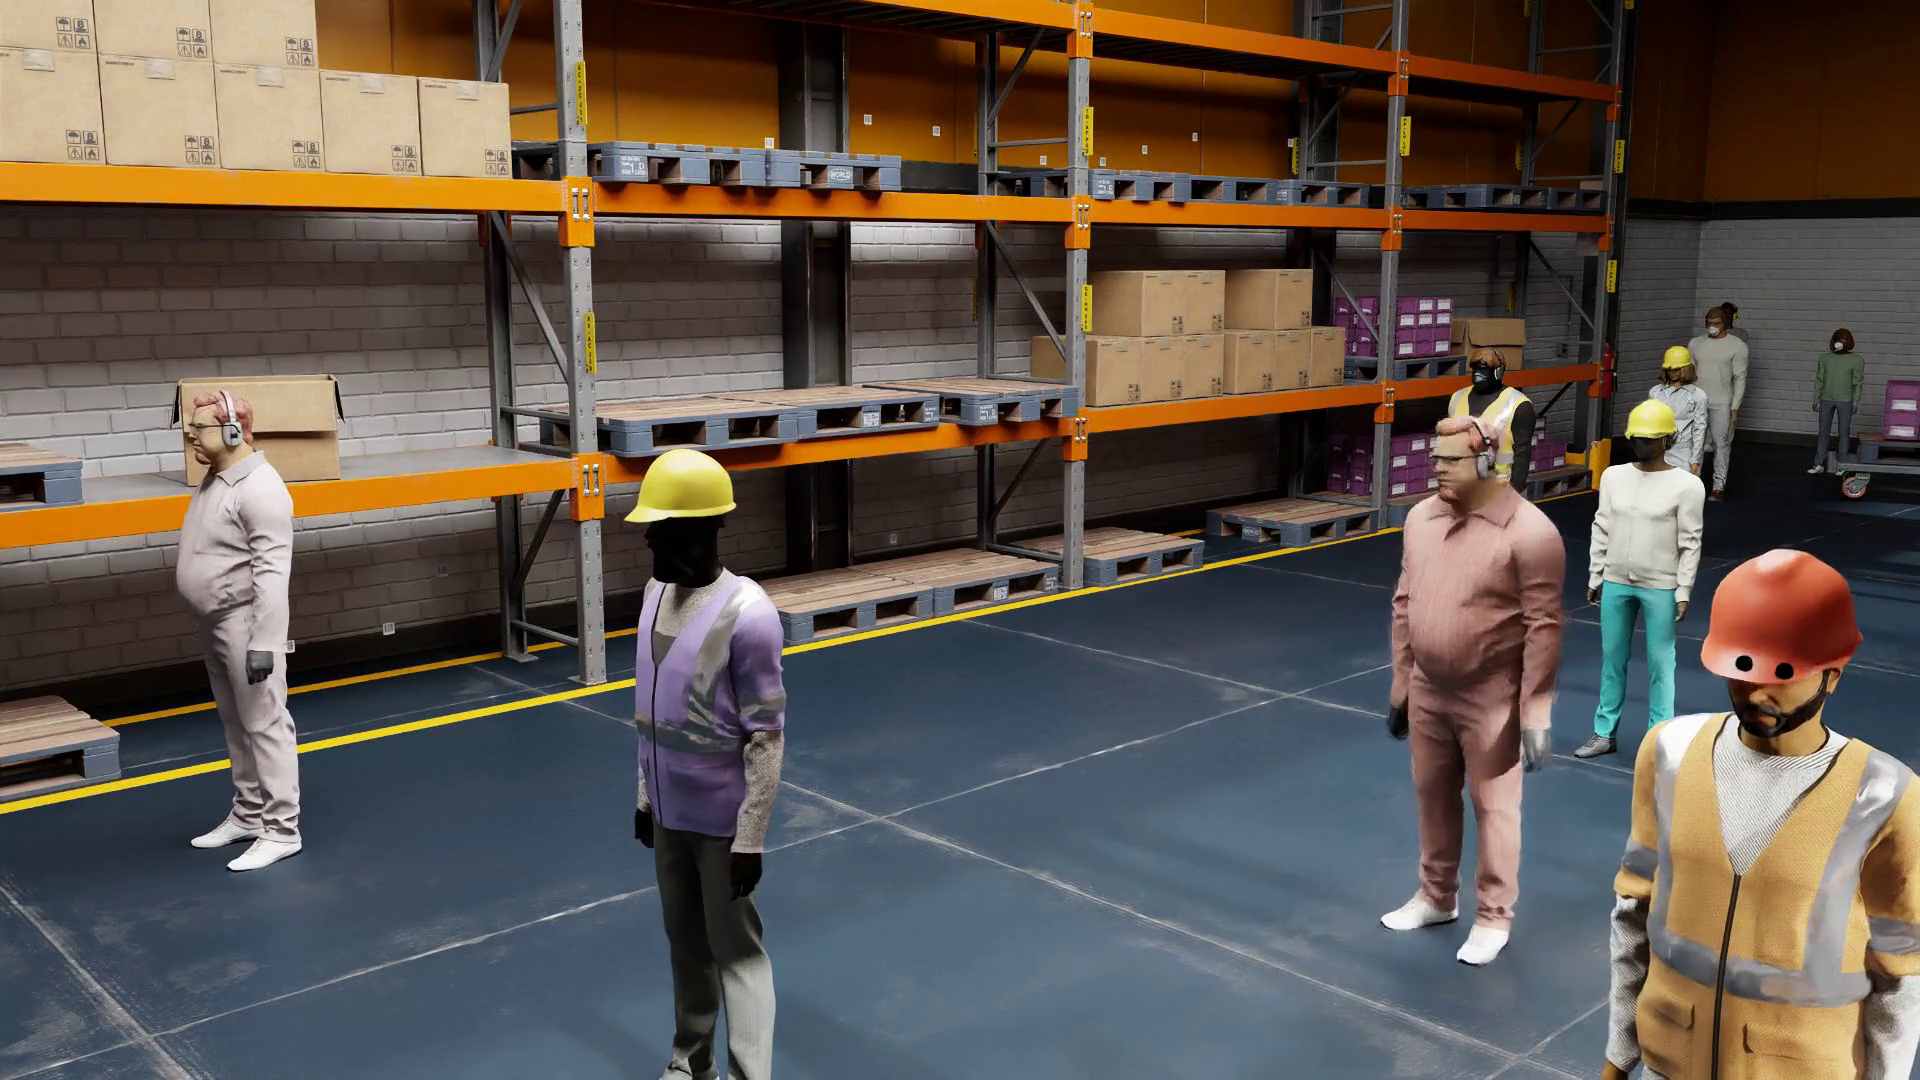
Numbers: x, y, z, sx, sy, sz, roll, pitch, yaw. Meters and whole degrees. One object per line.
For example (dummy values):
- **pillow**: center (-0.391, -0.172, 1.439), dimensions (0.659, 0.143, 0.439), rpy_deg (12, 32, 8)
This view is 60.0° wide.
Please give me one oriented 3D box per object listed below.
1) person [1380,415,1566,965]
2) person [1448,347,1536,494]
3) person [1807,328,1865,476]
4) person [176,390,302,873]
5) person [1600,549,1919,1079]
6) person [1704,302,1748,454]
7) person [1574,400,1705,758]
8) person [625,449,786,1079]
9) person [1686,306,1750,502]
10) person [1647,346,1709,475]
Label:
- **person**: center (1.751, 0.520, 5.754), dimensions (0.425, 1.895, 0.692), rpy_deg (-7, 12, -34)
- **person**: center (3.406, -0.335, 10.886), dimensions (0.429, 1.844, 0.625), rpy_deg (-9, 13, -42)
- **person**: center (9.748, -1.532, 18.500), dimensions (0.285, 1.633, 0.497), rpy_deg (-9, 13, -42)
- **person**: center (-2.896, 0.355, 6.654), dimensions (0.409, 1.909, 0.641), rpy_deg (-9, 13, -42)
- **person**: center (1.418, 0.964, 3.012), dimensions (0.363, 1.933, 0.543), rpy_deg (-9, 13, -42)
- **person**: center (9.369, -1.982, 20.443), dimensions (0.329, 1.872, 0.508), rpy_deg (-9, 13, -42)
- **person**: center (3.228, 0.215, 7.898), dimensions (0.317, 1.765, 0.522), rpy_deg (-9, 13, -42)
- **person**: center (-0.705, 0.711, 4.507), dimensions (0.365, 1.928, 0.586), rpy_deg (-9, 13, -42)
- **person**: center (7.478, -1.351, 16.557), dimensions (0.373, 1.938, 0.630), rpy_deg (-9, 13, -42)
- **person**: center (5.565, -0.650, 13.027), dimensions (0.303, 1.740, 0.485), rpy_deg (-9, 13, -42)
